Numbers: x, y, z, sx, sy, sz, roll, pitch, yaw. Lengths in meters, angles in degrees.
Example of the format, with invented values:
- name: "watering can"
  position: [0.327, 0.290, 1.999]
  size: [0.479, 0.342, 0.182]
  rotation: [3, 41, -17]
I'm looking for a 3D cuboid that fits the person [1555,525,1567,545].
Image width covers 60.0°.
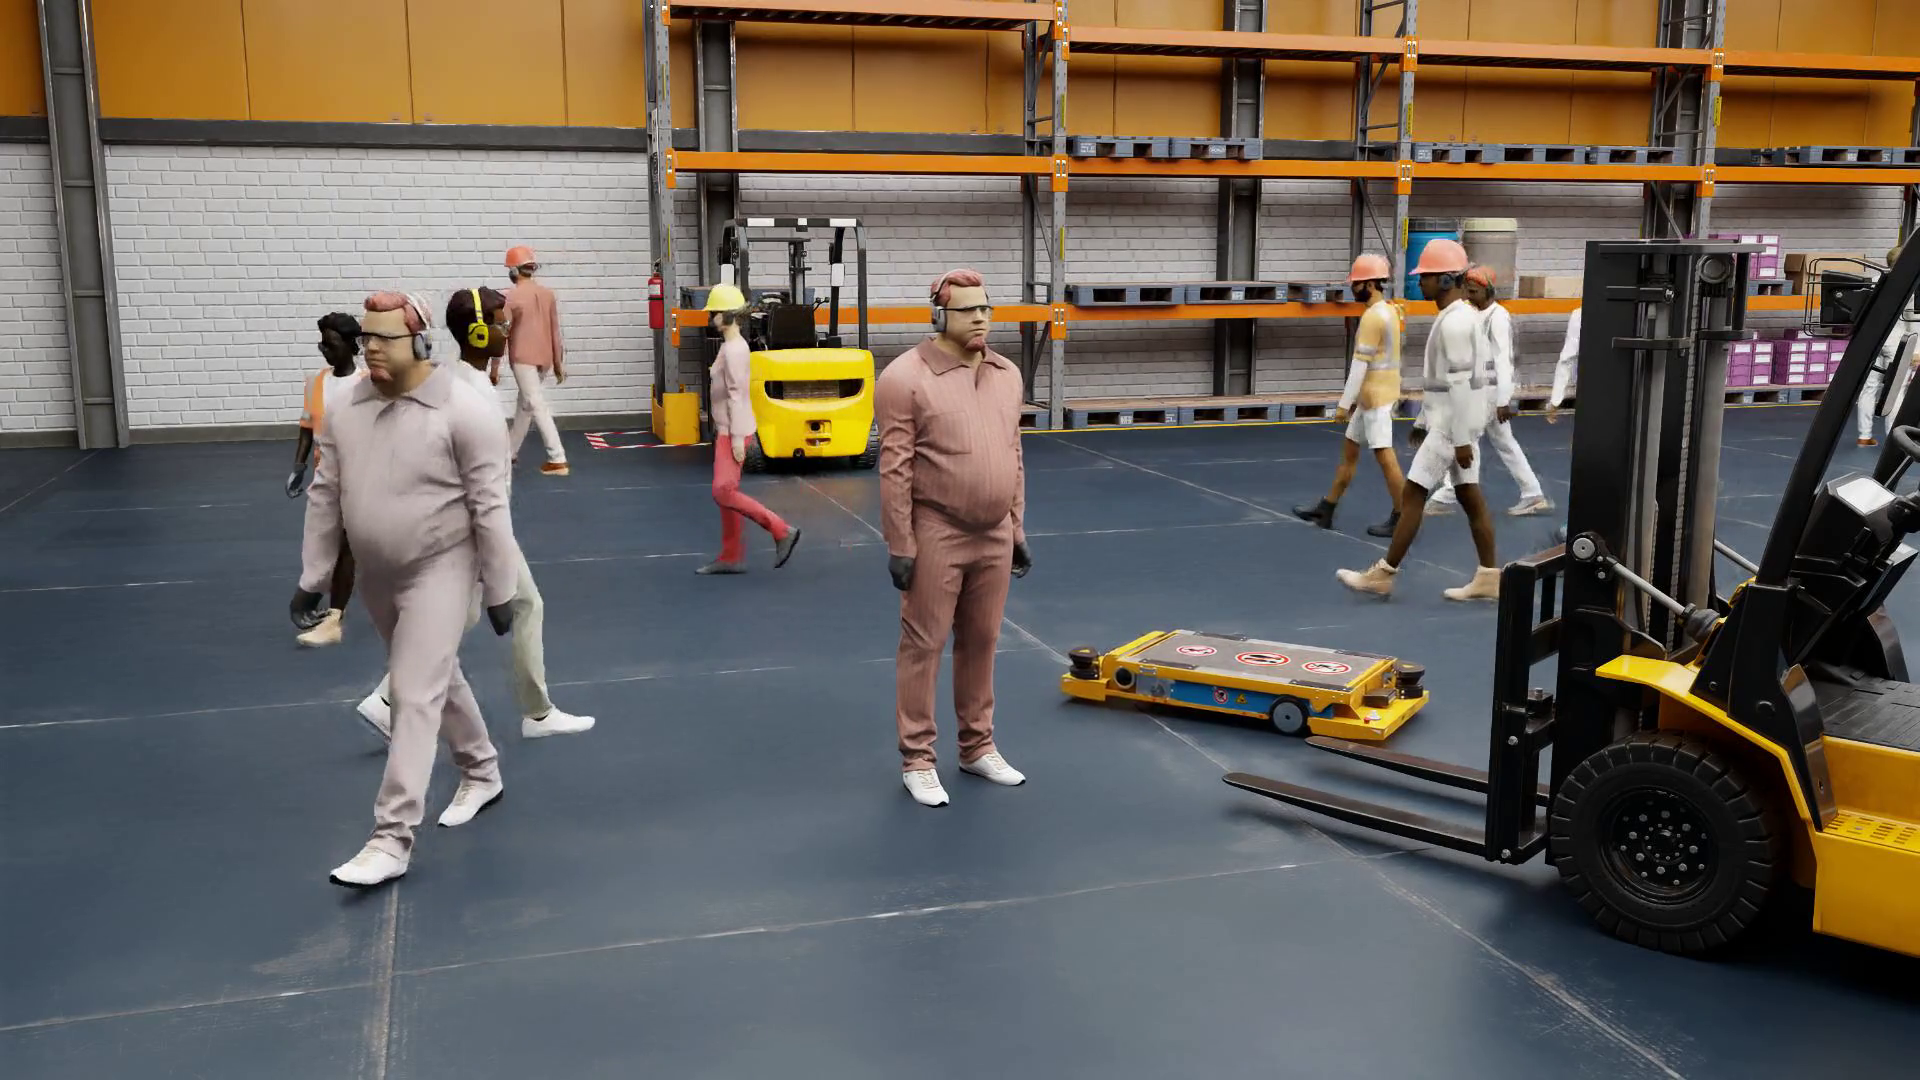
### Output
- name: "person"
  position: [3.934, -0.689, 9.933]
  size: [0.714, 1.822, 0.578]
  rotation: [-2, 10, -9]

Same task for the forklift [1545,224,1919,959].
- name: "forklift"
  position: [2.909, 0.117, 4.508]
  size: [2.313, 2.155, 1.214]
  rotation: [9, 14, 40]

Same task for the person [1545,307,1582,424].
- name: "person"
  position: [4.235, -0.910, 11.052]
  size: [0.644, 1.869, 0.501]
  rotation: [10, 14, 43]

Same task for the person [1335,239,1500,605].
- name: "person"
  position: [2.581, -0.639, 9.171]
  size: [0.977, 1.997, 0.623]
  rotation: [4, 11, 22]

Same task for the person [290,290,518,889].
- name: "person"
  position: [-1.794, 0.124, 5.413]
  size: [0.648, 1.855, 0.988]
  rotation: [5, 11, 25]

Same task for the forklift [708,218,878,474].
- name: "forklift"
  position: [-1.522, -1.778, 14.899]
  size: [1.214, 2.155, 2.313]
  rotation: [-3, 11, -17]

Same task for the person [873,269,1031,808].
- name: "person"
  position: [0.005, -0.012, 6.010]
  size: [0.639, 1.908, 0.409]
  rotation: [-8, 13, -38]

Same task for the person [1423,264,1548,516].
- name: "person"
  position: [3.827, -1.060, 11.997]
  size: [0.980, 1.833, 0.590]
  rotation: [1, 10, 7]

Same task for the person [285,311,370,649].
- name: "person"
  position: [-3.104, -0.332, 8.454]
  size: [0.535, 1.653, 0.859]
  rotation: [6, 12, 30]

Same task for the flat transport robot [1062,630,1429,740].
- name: "flat transport robot"
  position: [1.221, 0.594, 7.168]
  size: [1.431, 0.197, 0.652]
  rotation: [6, 12, 30]

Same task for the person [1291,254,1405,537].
- name: "person"
  position: [2.672, -0.968, 11.255]
  size: [0.936, 1.893, 0.563]
  rotation: [4, 11, 23]

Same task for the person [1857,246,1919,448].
- name: "person"
  position: [8.833, -1.819, 15.832]
  size: [0.377, 1.937, 0.629]
  rotation: [-6, 12, -32]

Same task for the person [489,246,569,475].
- name: "person"
  position: [-3.738, -1.533, 14.254]
  size: [1.017, 1.939, 0.641]
  rotation: [6, 12, 28]

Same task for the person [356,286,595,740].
- name: "person"
  position: [-1.951, -0.076, 6.549]
  size: [0.880, 1.839, 0.527]
  rotation: [-6, 12, -30]

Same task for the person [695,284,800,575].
- name: "person"
  position: [-1.289, -0.638, 9.873]
  size: [0.554, 1.752, 0.530]
  rotation: [-1, 10, -4]
